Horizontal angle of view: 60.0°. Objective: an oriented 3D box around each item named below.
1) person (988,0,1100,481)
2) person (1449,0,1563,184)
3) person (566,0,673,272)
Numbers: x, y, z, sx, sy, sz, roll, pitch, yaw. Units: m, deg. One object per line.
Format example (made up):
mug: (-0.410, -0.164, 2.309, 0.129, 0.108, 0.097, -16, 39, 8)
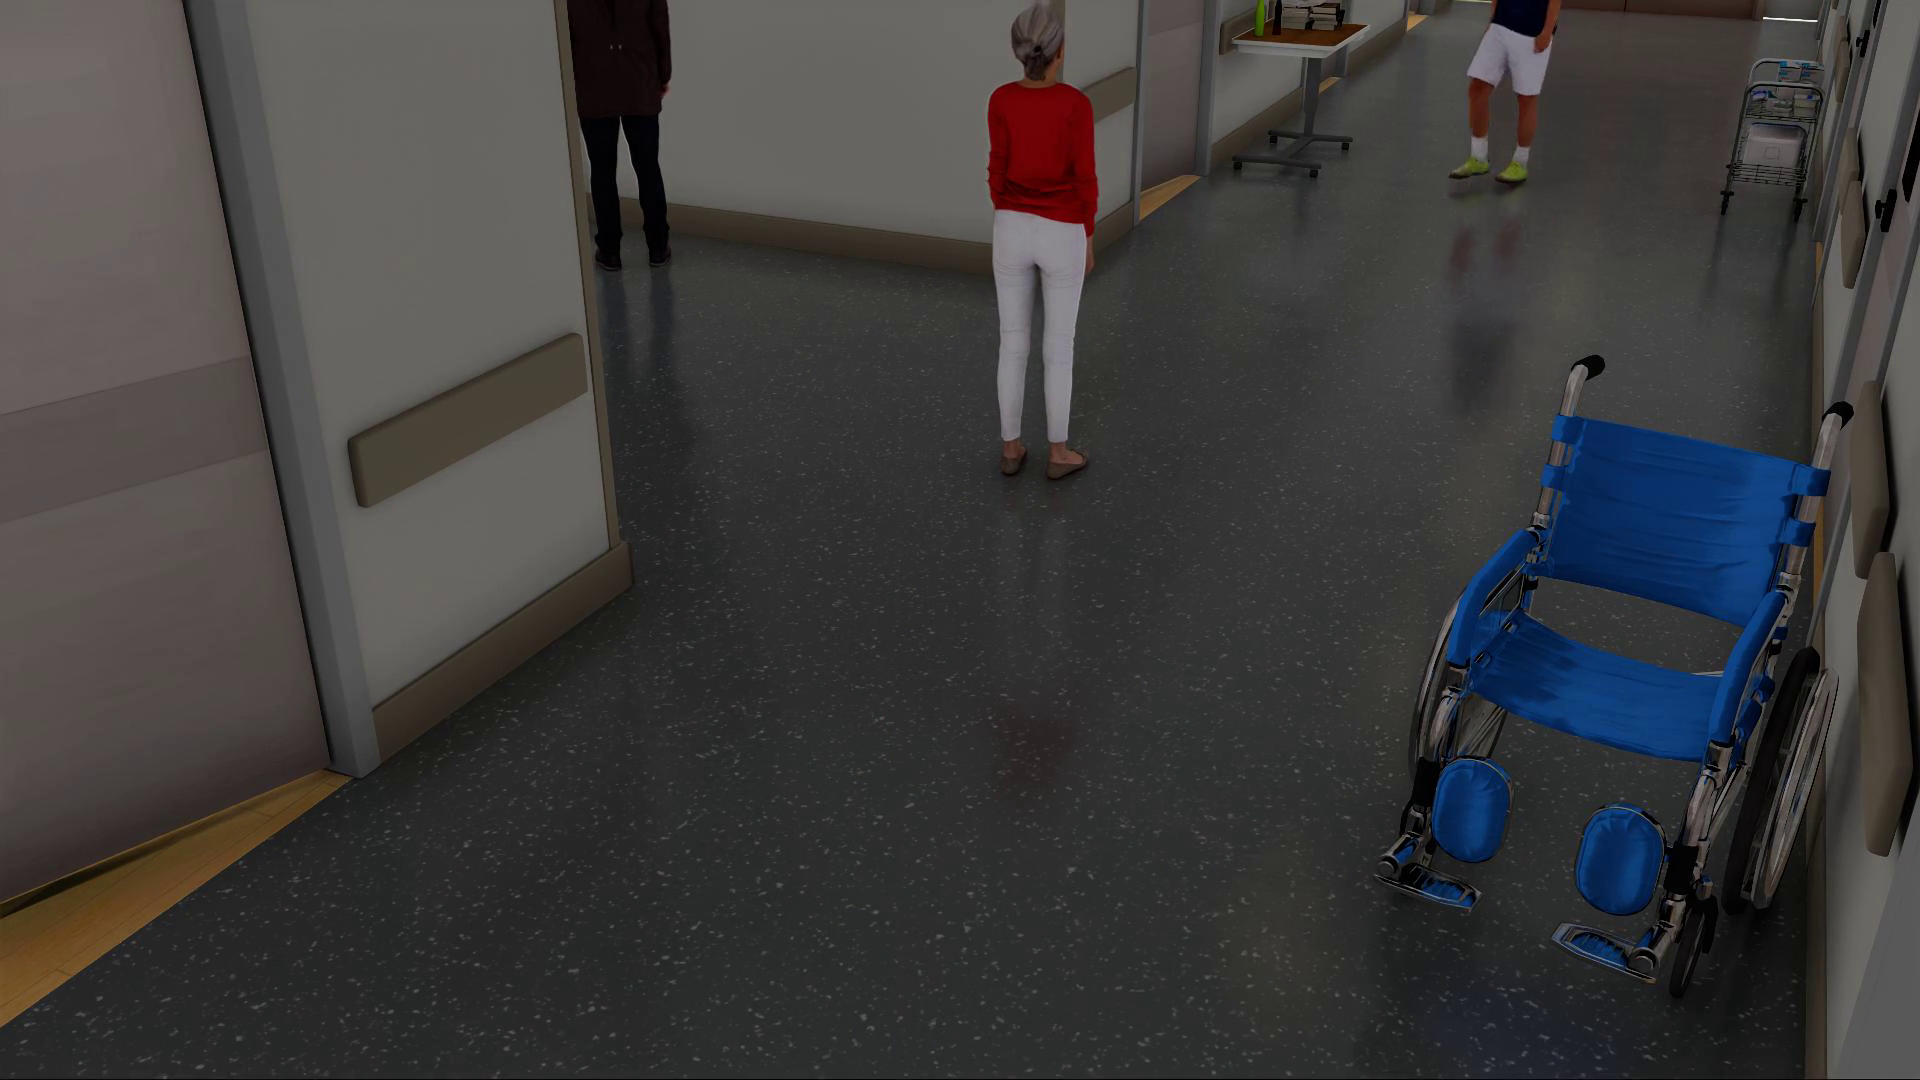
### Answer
person: (0.283, -1.032, 5.893, 0.564, 1.690, 0.577, 8, 27, 17)
person: (3.395, -3.034, 9.902, 0.824, 1.816, 0.762, -22, 34, -38)
person: (-1.716, -2.280, 8.301, 0.874, 1.848, 0.916, -7, 27, -14)
